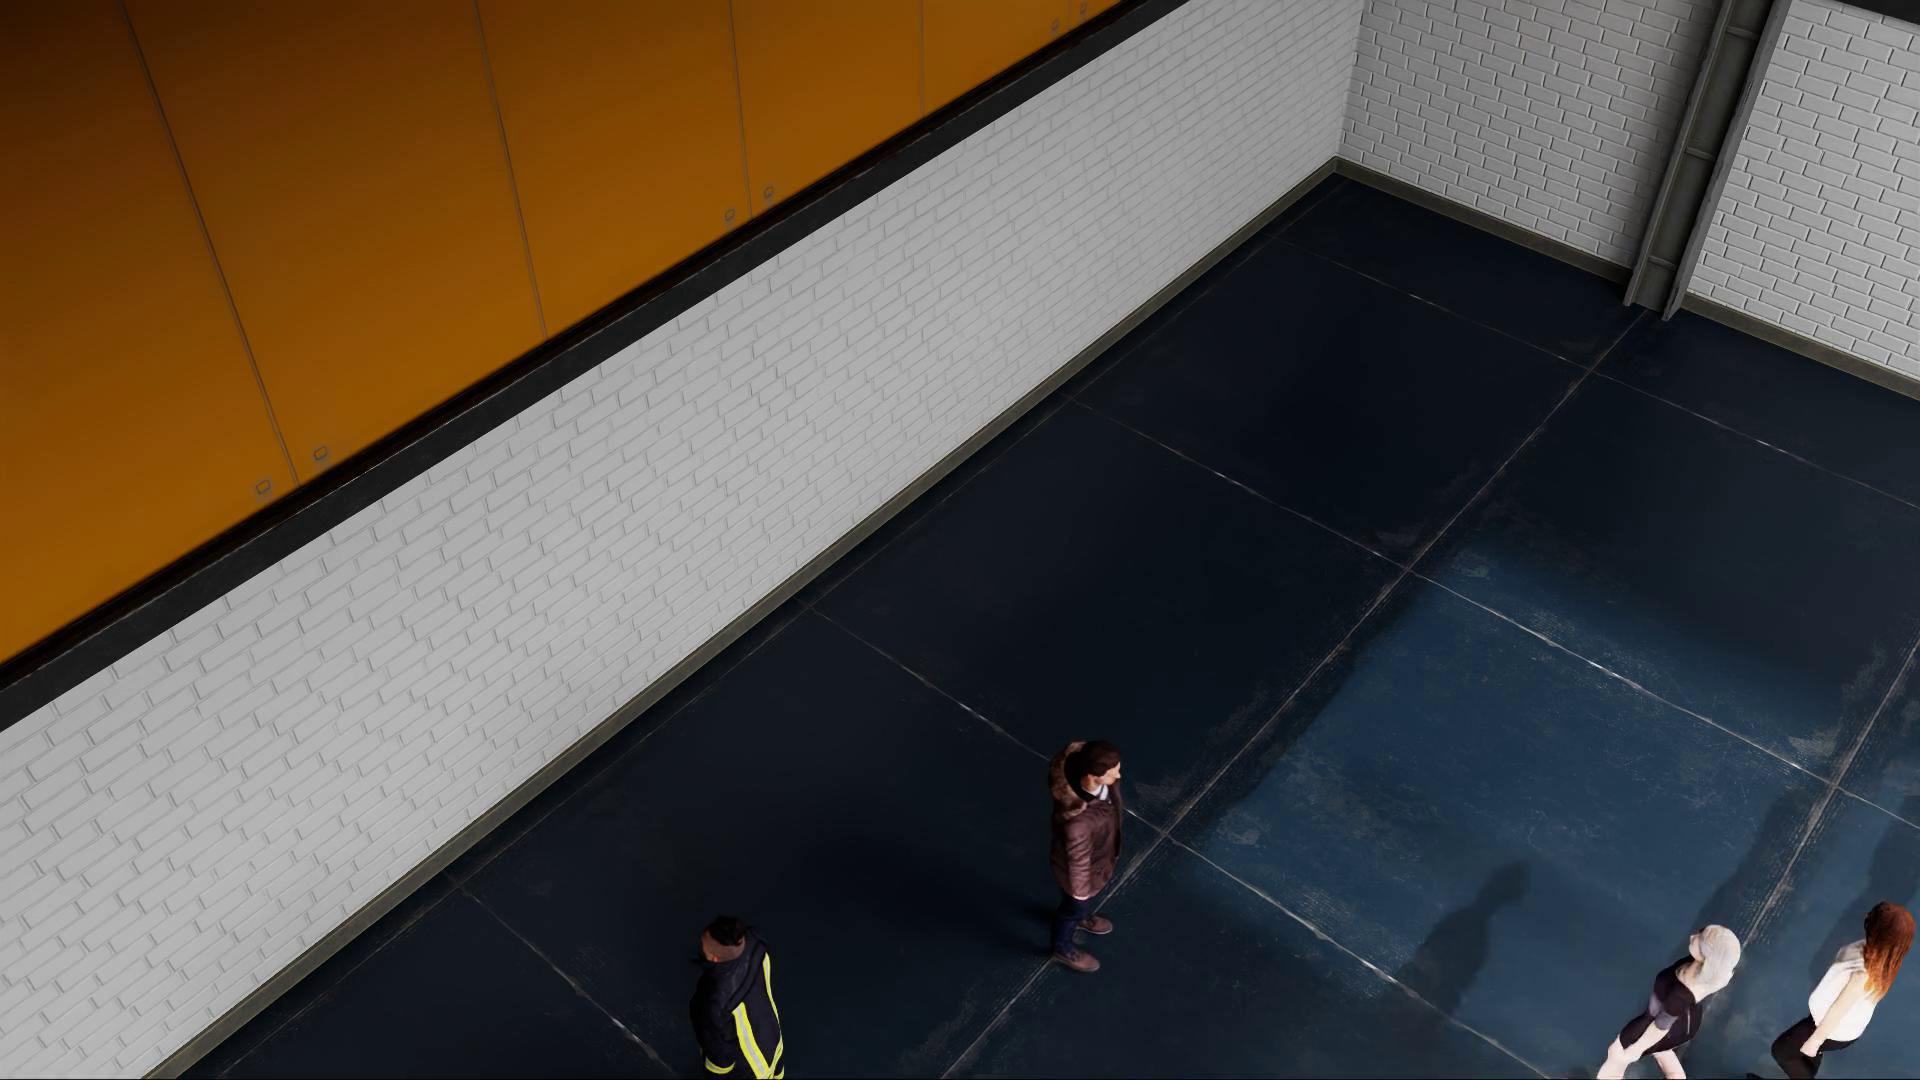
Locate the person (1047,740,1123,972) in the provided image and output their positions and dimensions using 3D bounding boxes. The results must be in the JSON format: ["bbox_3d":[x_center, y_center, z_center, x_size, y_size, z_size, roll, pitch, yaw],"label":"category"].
[{"bbox_3d":[0.653,1.662,8.937,0.830,1.841,0.849,10,45,11],"label":"person"}]

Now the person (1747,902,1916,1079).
[{"bbox_3d":[4.418,2.424,8.233,0.711,1.710,0.623,34,53,31],"label":"person"}]

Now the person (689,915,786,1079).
[{"bbox_3d":[-1.088,2.386,8.165,0.835,1.859,0.850,13,45,13],"label":"person"}]

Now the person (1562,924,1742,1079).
[{"bbox_3d":[3.516,2.437,8.145,0.787,1.811,1.029,-25,49,-24],"label":"person"}]
